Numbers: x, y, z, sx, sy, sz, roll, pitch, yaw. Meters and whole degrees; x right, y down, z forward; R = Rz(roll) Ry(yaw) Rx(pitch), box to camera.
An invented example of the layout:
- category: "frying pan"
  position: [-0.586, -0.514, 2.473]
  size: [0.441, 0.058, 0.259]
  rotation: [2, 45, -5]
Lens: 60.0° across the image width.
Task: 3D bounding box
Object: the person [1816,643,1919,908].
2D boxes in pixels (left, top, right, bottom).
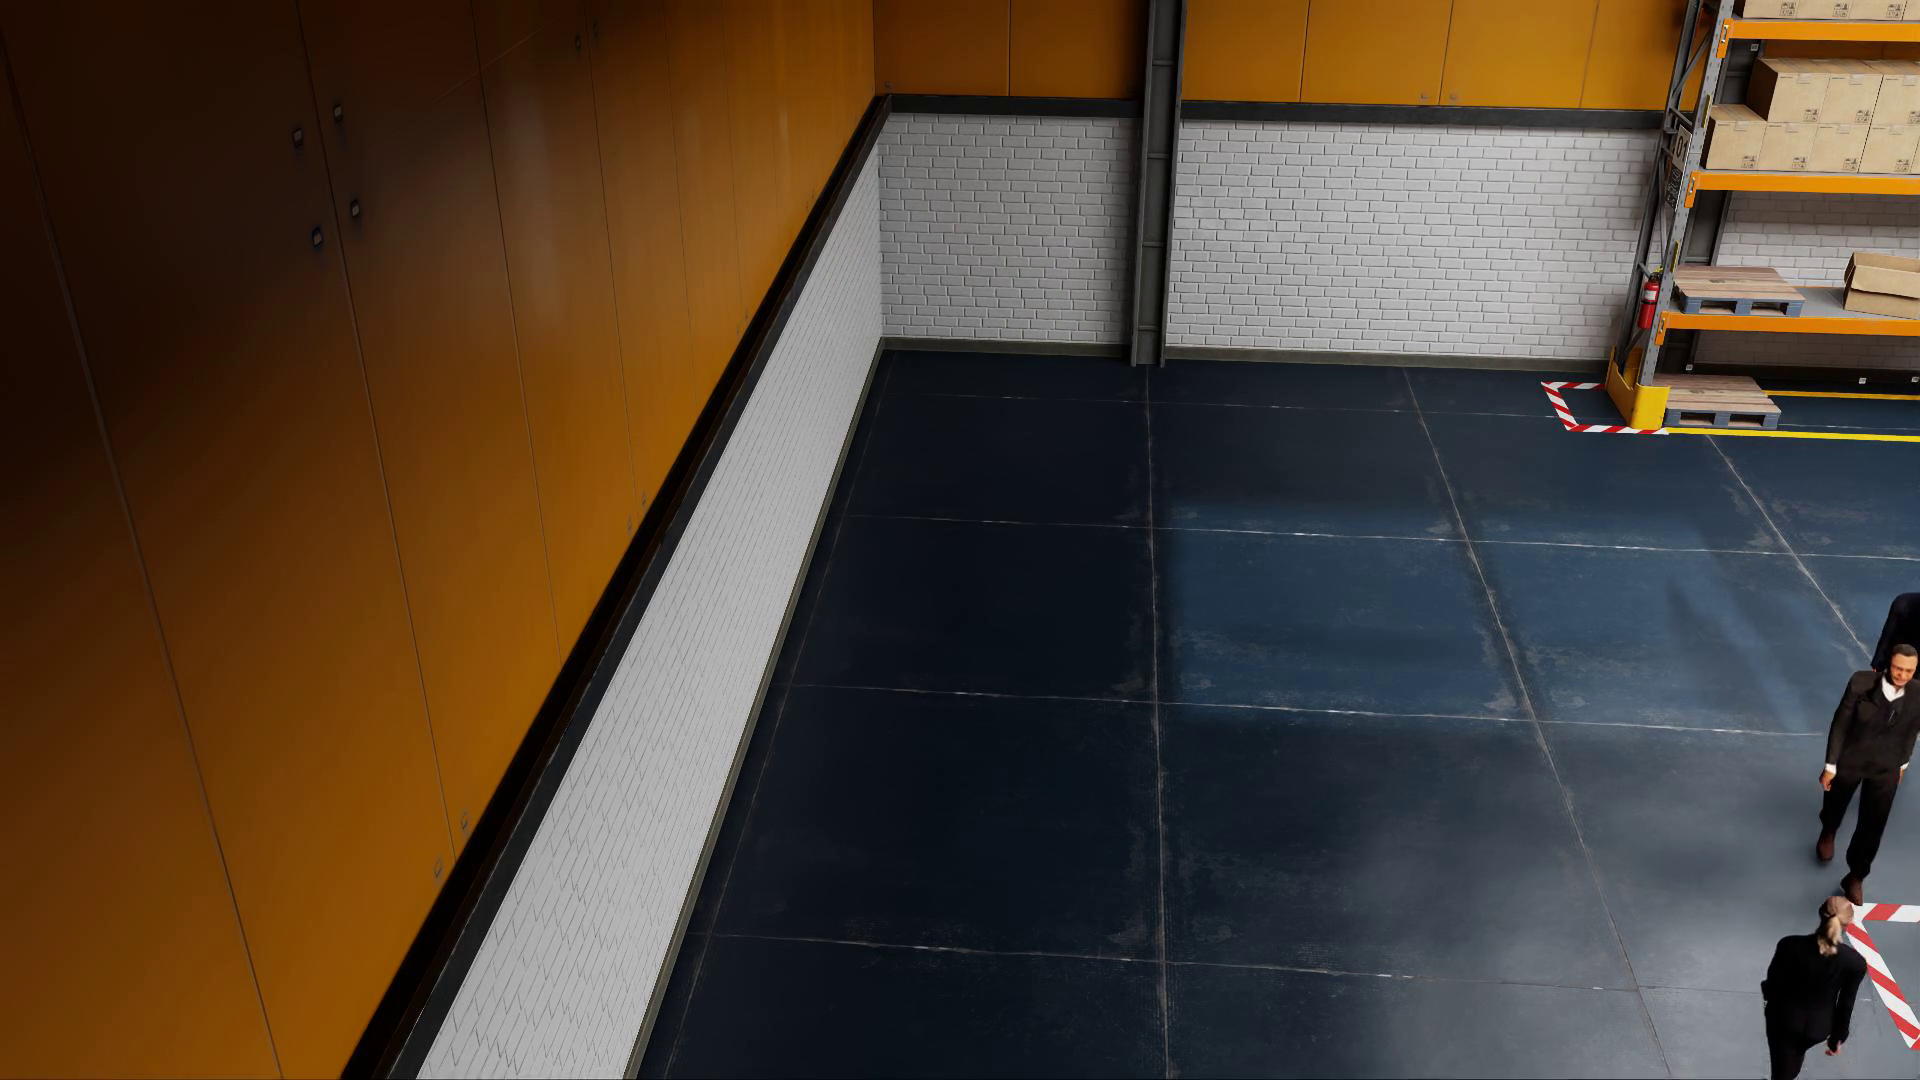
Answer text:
- category: "person"
  position: [6.128, 1.434, 11.270]
  size: [1.141, 1.860, 0.998]
  rotation: [13, 31, 23]

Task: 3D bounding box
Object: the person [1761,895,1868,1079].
- category: "person"
  position: [4.598, 2.722, 9.101]
  size: [0.816, 1.676, 0.744]
  rotation: [8, 30, 14]
